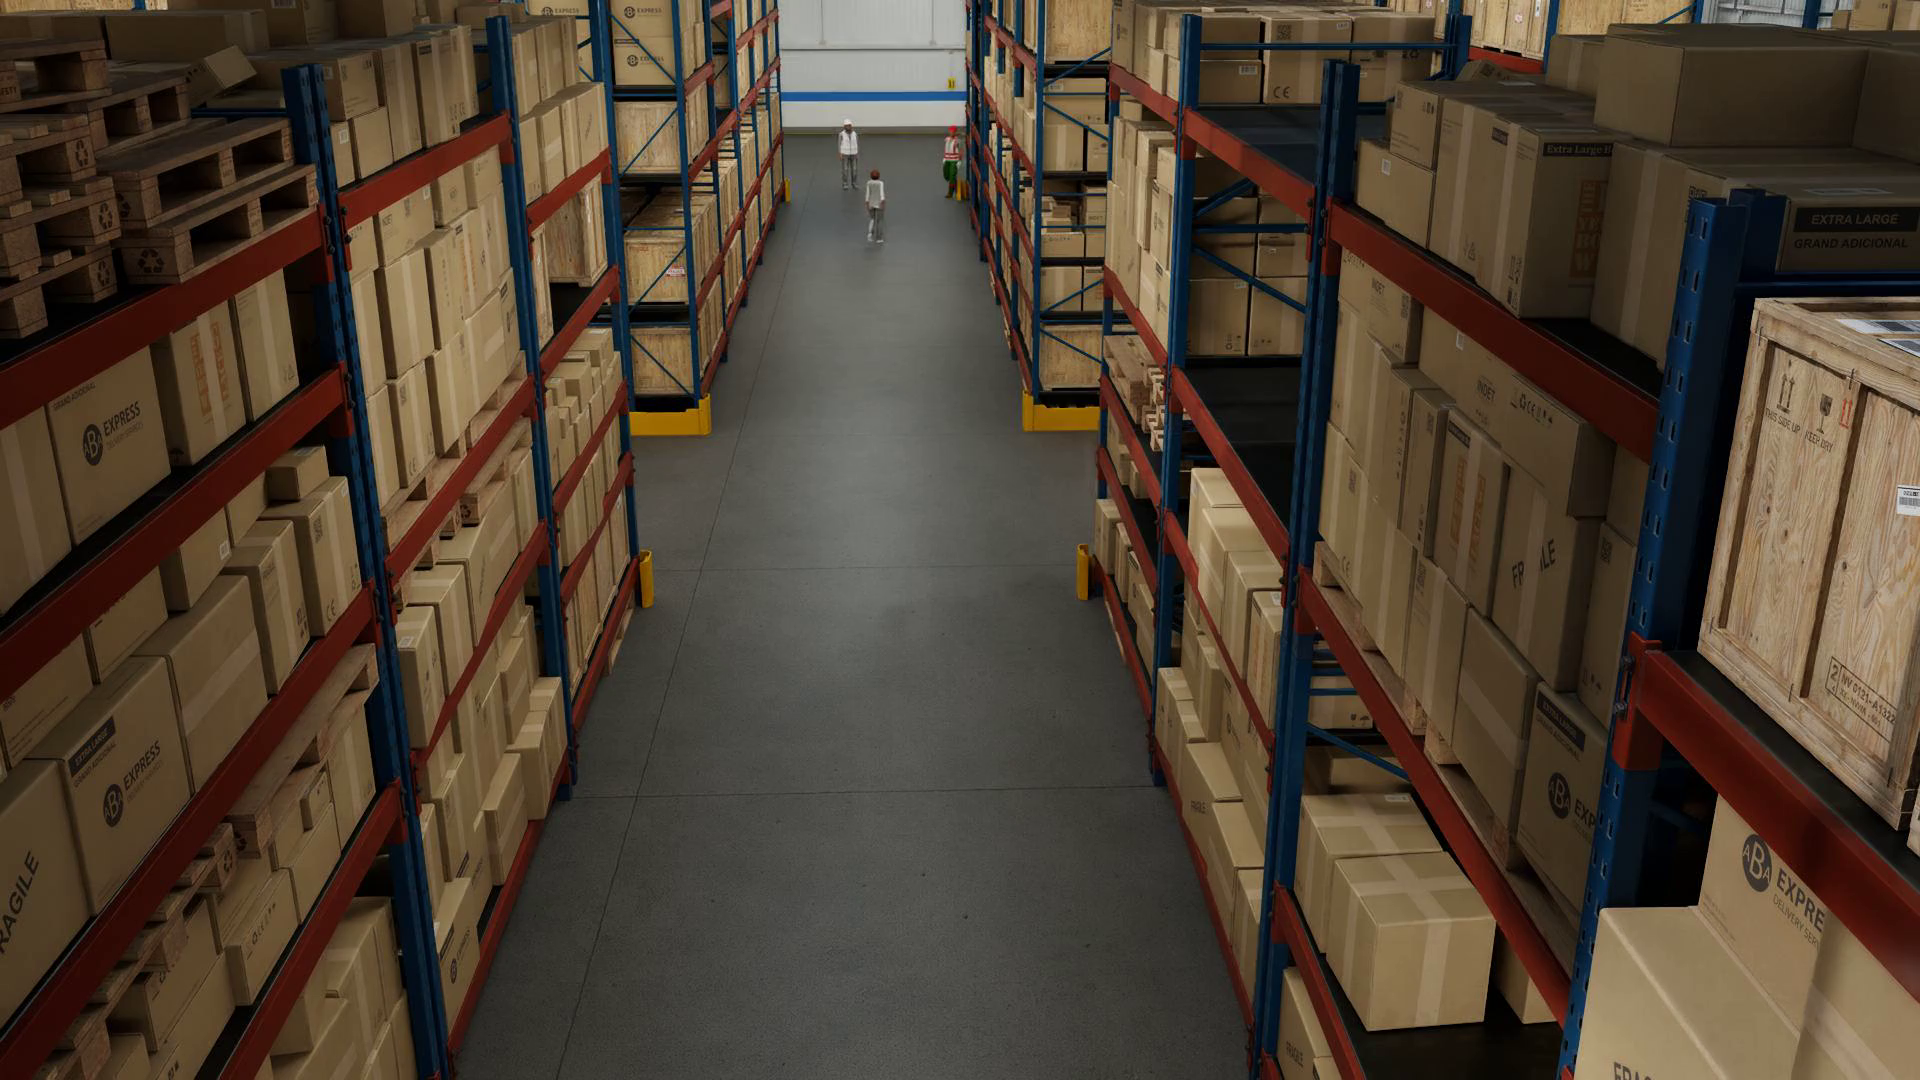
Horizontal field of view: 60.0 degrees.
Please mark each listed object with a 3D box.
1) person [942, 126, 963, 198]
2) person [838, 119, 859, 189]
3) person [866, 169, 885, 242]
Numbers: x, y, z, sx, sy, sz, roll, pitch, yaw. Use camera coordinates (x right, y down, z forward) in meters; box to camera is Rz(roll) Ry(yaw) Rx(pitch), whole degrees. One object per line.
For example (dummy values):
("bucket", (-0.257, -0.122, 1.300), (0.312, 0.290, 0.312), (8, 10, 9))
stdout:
("person", (-0.183, -9.618, 42.209), (0.578, 1.782, 0.780), (16, 26, 36))
("person", (-2.900, -10.114, 43.589), (0.532, 1.774, 0.386), (-7, 22, -18))
("person", (-1.829, -7.262, 36.172), (0.419, 1.598, 0.509), (5, 21, 13))
